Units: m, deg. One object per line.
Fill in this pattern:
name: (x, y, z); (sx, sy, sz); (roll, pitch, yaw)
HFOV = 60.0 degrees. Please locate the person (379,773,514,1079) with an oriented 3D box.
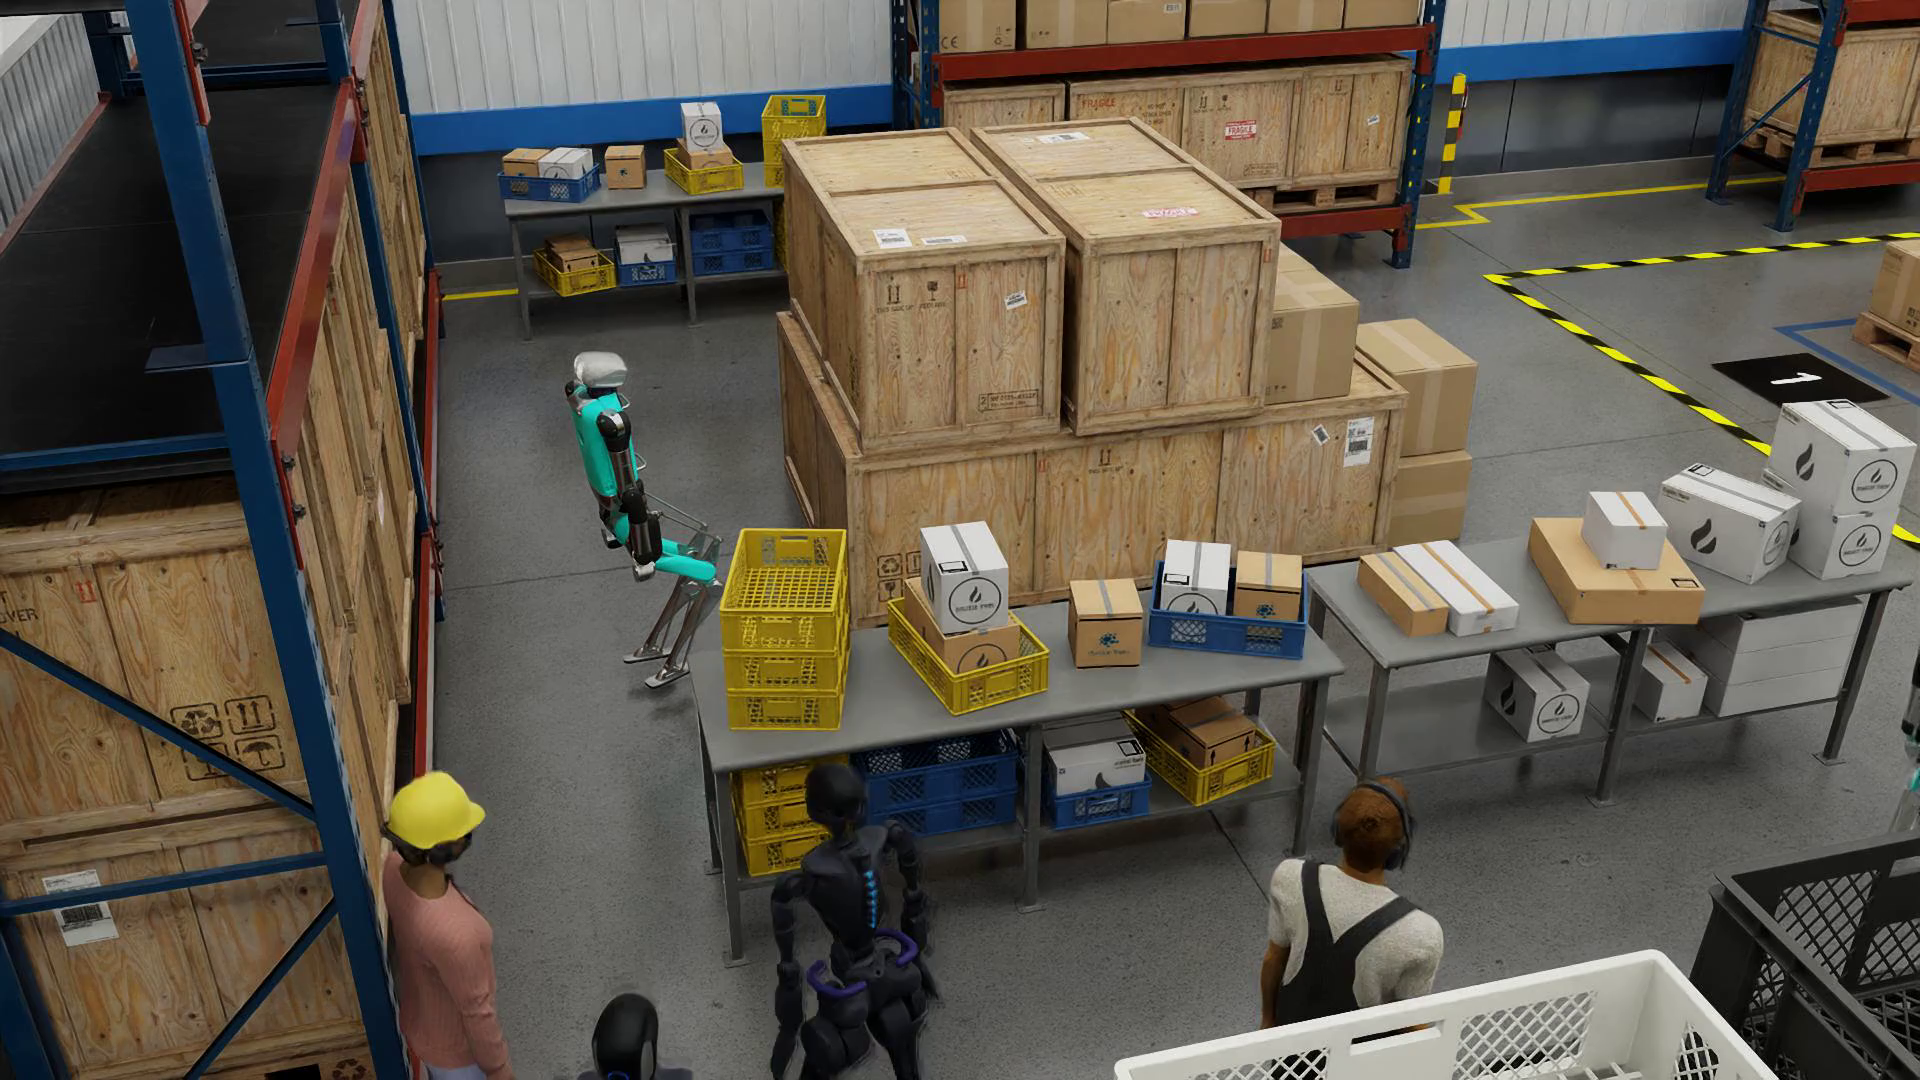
person: (-1.478, 1.442, 4.959); (0.345, 1.760, 0.536); (-19, 34, -31)

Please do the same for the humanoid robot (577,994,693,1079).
humanoid robot: (-0.820, 1.809, 4.422); (0.587, 1.621, 0.773); (-2, 29, -4)

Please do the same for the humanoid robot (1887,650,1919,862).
humanoid robot: (3.915, 0.711, 6.421); (0.544, 1.905, 0.720); (16, 33, 27)

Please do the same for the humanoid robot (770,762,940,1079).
humanoid robot: (-0.329, 1.394, 5.146); (0.612, 1.628, 0.688); (-23, 36, -36)

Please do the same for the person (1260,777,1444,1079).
person: (1.094, 1.472, 4.827); (0.503, 1.836, 0.335); (20, 35, 32)

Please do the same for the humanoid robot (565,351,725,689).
humanoid robot: (-1.375, -0.121, 7.674); (0.735, 1.677, 0.533); (-16, 33, -27)
